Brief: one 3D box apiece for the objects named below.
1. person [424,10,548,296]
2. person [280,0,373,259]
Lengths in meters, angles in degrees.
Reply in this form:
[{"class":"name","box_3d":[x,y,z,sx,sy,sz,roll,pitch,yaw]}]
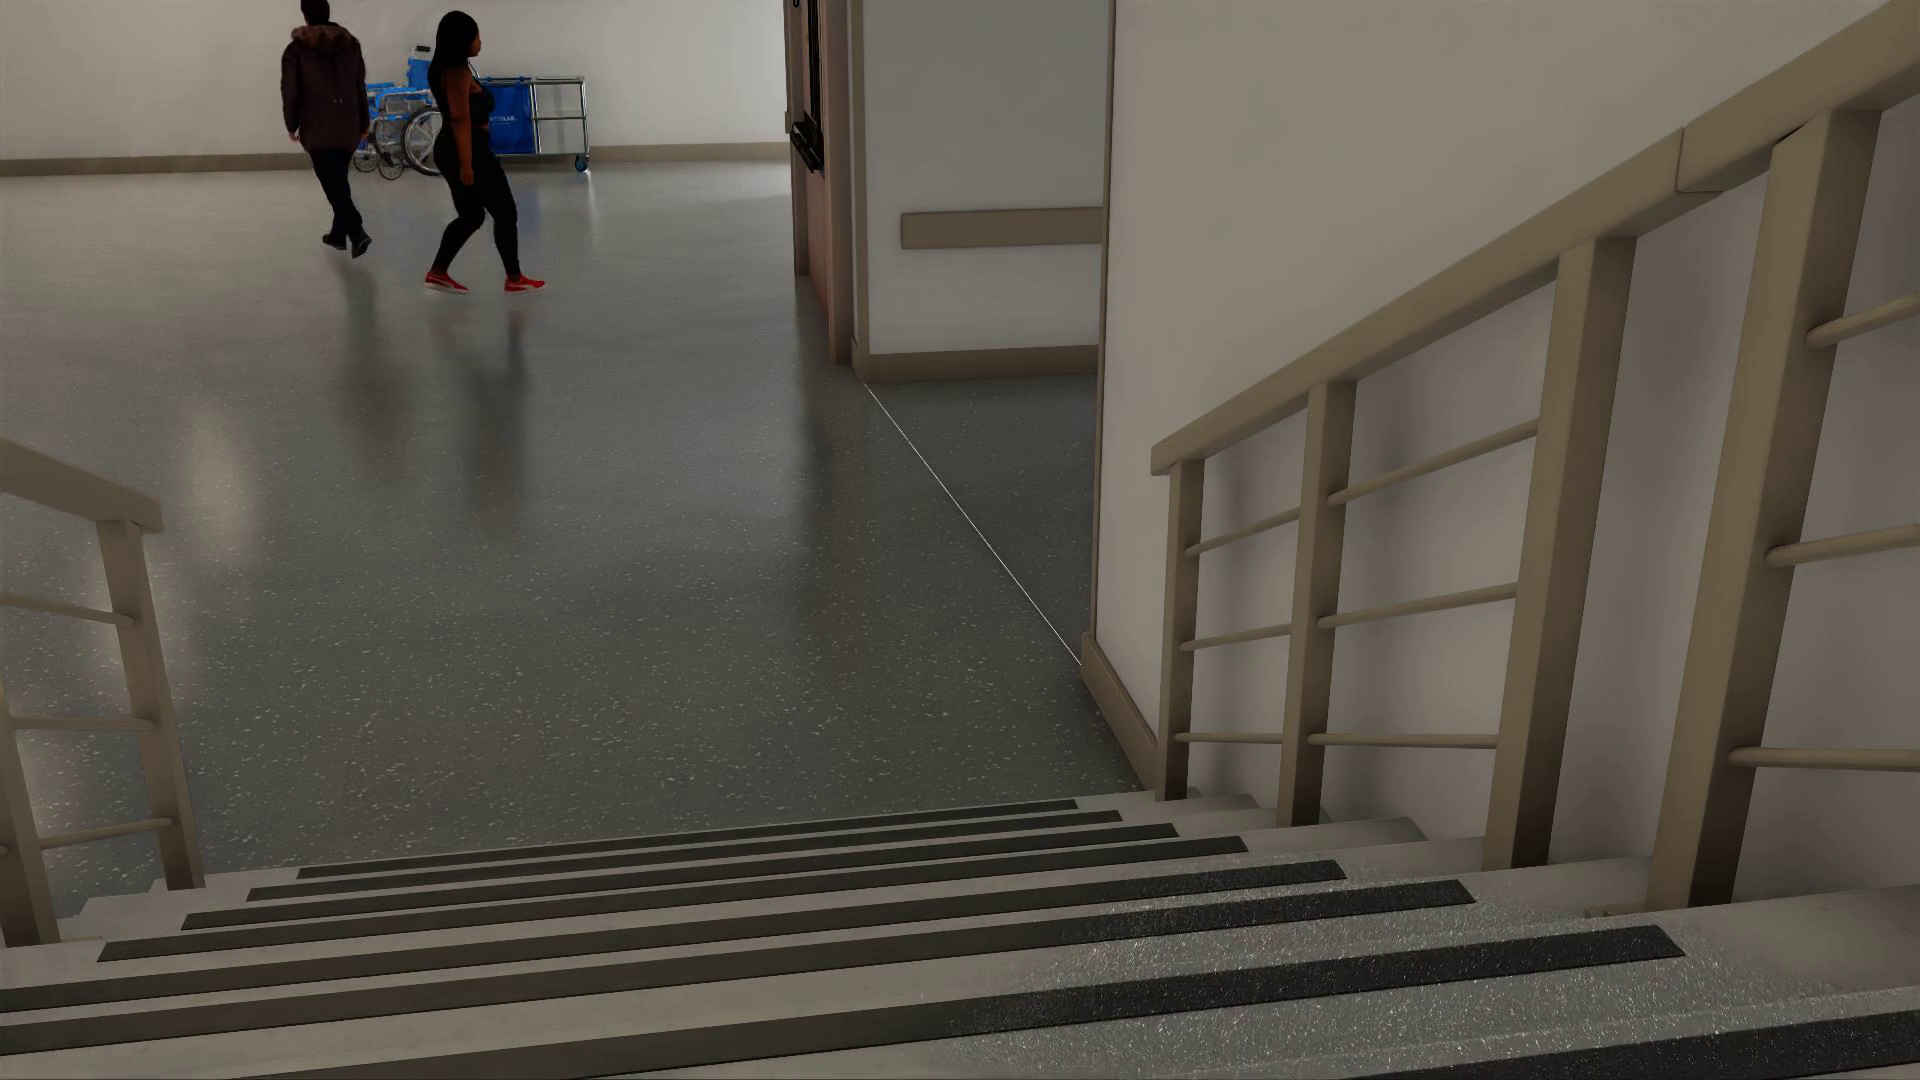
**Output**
[{"class":"person","box_3d":[-3.157,-2.346,10.402,1.028,1.770,1.080,-13,24,-30]},{"class":"person","box_3d":[-4.437,-2.902,11.805,1.138,1.815,1.286,-19,28,-41]}]
